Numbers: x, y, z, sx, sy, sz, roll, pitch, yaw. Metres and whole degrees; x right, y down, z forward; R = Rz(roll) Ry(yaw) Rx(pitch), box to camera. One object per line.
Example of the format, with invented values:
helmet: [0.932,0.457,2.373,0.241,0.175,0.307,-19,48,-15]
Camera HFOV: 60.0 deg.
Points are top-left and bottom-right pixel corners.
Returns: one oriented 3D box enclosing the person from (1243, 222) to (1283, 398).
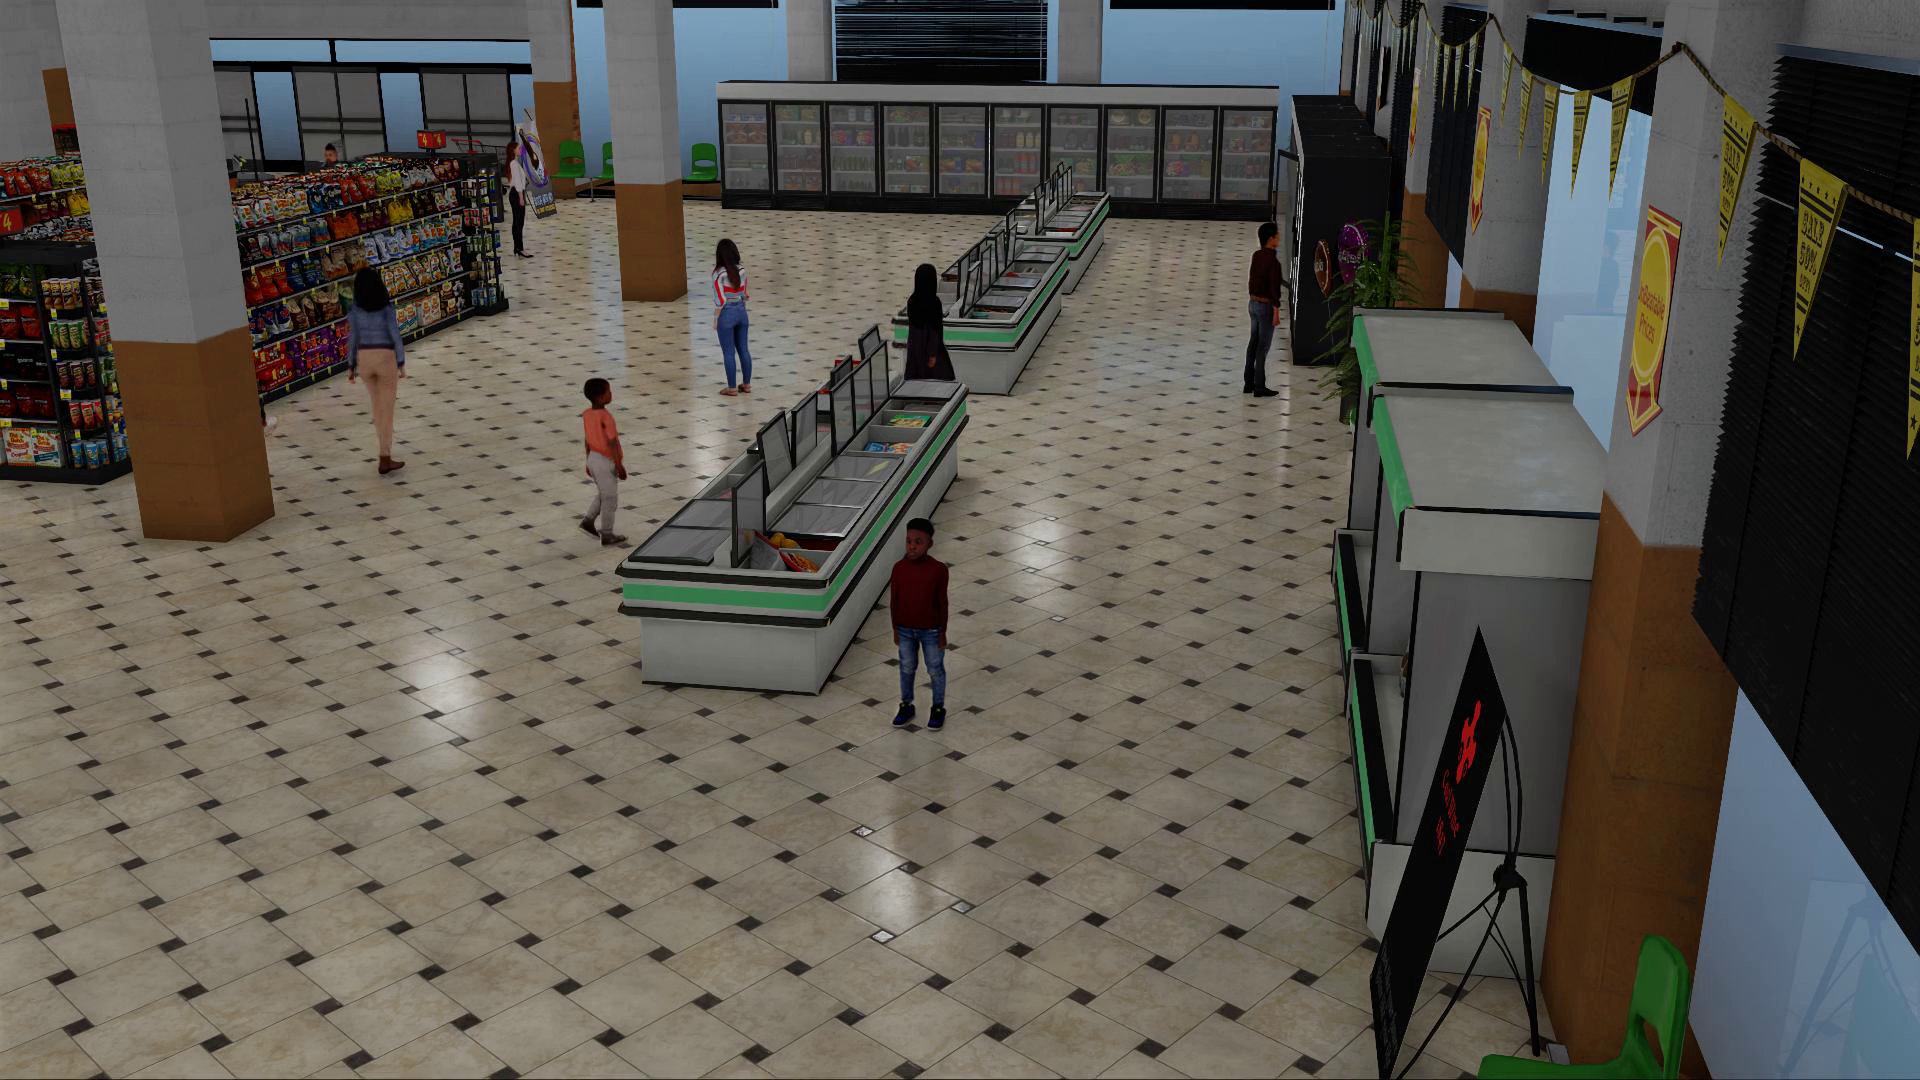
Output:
person: [3.108,-2.371,17.089,0.780,1.779,0.638,-6,20,-18]

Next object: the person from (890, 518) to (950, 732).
person: [-0.220,0.470,9.486,0.501,1.254,0.493,4,19,13]

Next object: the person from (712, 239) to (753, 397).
person: [-2.344,-2.299,17.137,0.629,1.612,0.721,-17,25,-41]

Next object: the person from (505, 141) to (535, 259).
person: [-6.836,-5.257,25.679,0.724,1.759,0.633,-9,21,-26]

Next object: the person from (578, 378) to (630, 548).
person: [-2.726,-0.567,12.486,0.706,1.302,0.642,-15,24,-37]

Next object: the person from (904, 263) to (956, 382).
person: [-0.388,-1.787,15.644,1.148,1.597,1.046,-15,24,-37]

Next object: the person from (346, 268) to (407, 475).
person: [-5.067,-1.436,14.411,0.679,1.719,1.045,4,19,12]
